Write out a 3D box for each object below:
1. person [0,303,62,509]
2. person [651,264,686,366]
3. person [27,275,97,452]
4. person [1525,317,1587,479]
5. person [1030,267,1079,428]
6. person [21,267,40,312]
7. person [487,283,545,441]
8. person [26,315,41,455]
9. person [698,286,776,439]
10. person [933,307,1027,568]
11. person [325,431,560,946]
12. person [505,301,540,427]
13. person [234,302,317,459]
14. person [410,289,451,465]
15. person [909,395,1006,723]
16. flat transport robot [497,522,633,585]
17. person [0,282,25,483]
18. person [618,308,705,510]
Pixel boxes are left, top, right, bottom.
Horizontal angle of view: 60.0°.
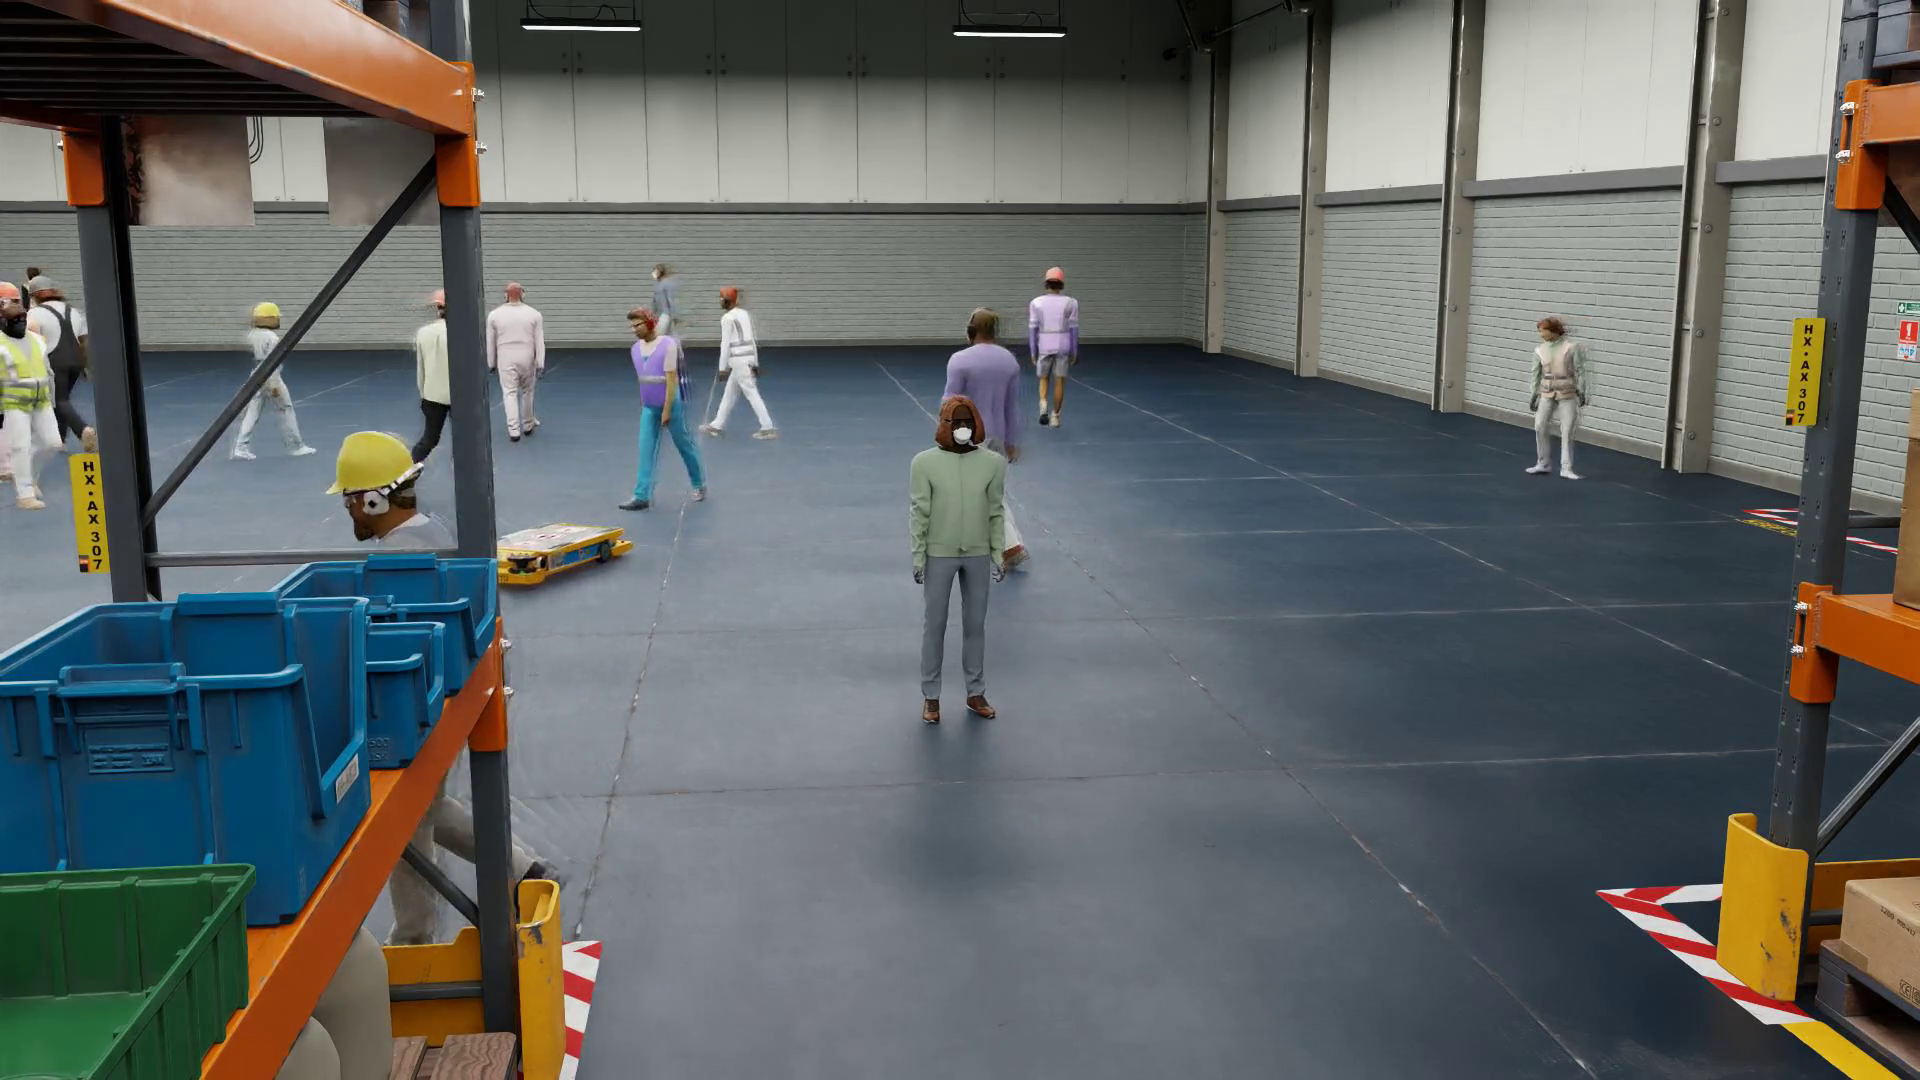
[{"bbox_3d":[-8.319,-1.186,14.760,0.454,1.827,0.652,5,11,24],"label":"person"},{"bbox_3d":[-5.516,-4.138,30.744,0.994,1.892,0.656,-6,12,-29],"label":"person"},{"bbox_3d":[-9.988,-1.973,18.489,0.887,2.000,0.694,3,11,16],"label":"person"},{"bbox_3d":[5.993,-1.418,16.628,0.607,1.613,0.324,10,14,42],"label":"person"},{"bbox_3d":[1.194,-2.414,20.942,0.617,2.027,0.422,1,10,8],"label":"person"},{"bbox_3d":[-18.038,-4.440,32.604,0.579,1.828,0.641,7,12,34],"label":"person"},{"bbox_3d":[-5.288,-2.124,19.826,0.664,1.852,0.986,-3,11,-13],"label":"person"},{"bbox_3d":[-10.030,-1.762,17.643,0.587,1.928,0.363,0,10,1],"label":"person"},{"bbox_3d":[-2.654,-2.106,19.826,1.039,1.819,0.589,3,11,16],"label":"person"},{"bbox_3d":[0.186,-0.748,12.185,0.635,1.905,0.989,-10,14,-44],"label":"person"},{"bbox_3d":[-1.696,0.540,5.383,0.590,1.806,0.596,-2,10,-9],"label":"person"},{"bbox_3d":[-5.600,-2.267,21.058,0.529,1.692,0.321,0,10,2],"label":"person"},{"bbox_3d":[-7.544,-1.731,18.100,0.494,1.702,0.891,7,13,35],"label":"person"},{"bbox_3d":[-4.742,-1.318,15.163,0.613,1.954,0.938,4,11,19],"label":"person"},{"bbox_3d":[-0.008,0.091,8.289,0.499,1.633,0.285,-3,11,-17],"label":"person"},{"bbox_3d":[-3.024,0.080,12.091,0.652,0.197,1.431,4,11,19],"label":"flat transport robot"},{"bbox_3d":[-9.385,-1.540,16.357,0.625,1.967,0.495,6,12,28],"label":"person"},{"bbox_3d":[-2.679,-1.190,14.918,0.567,1.787,0.972,6,12,32],"label":"person"}]
